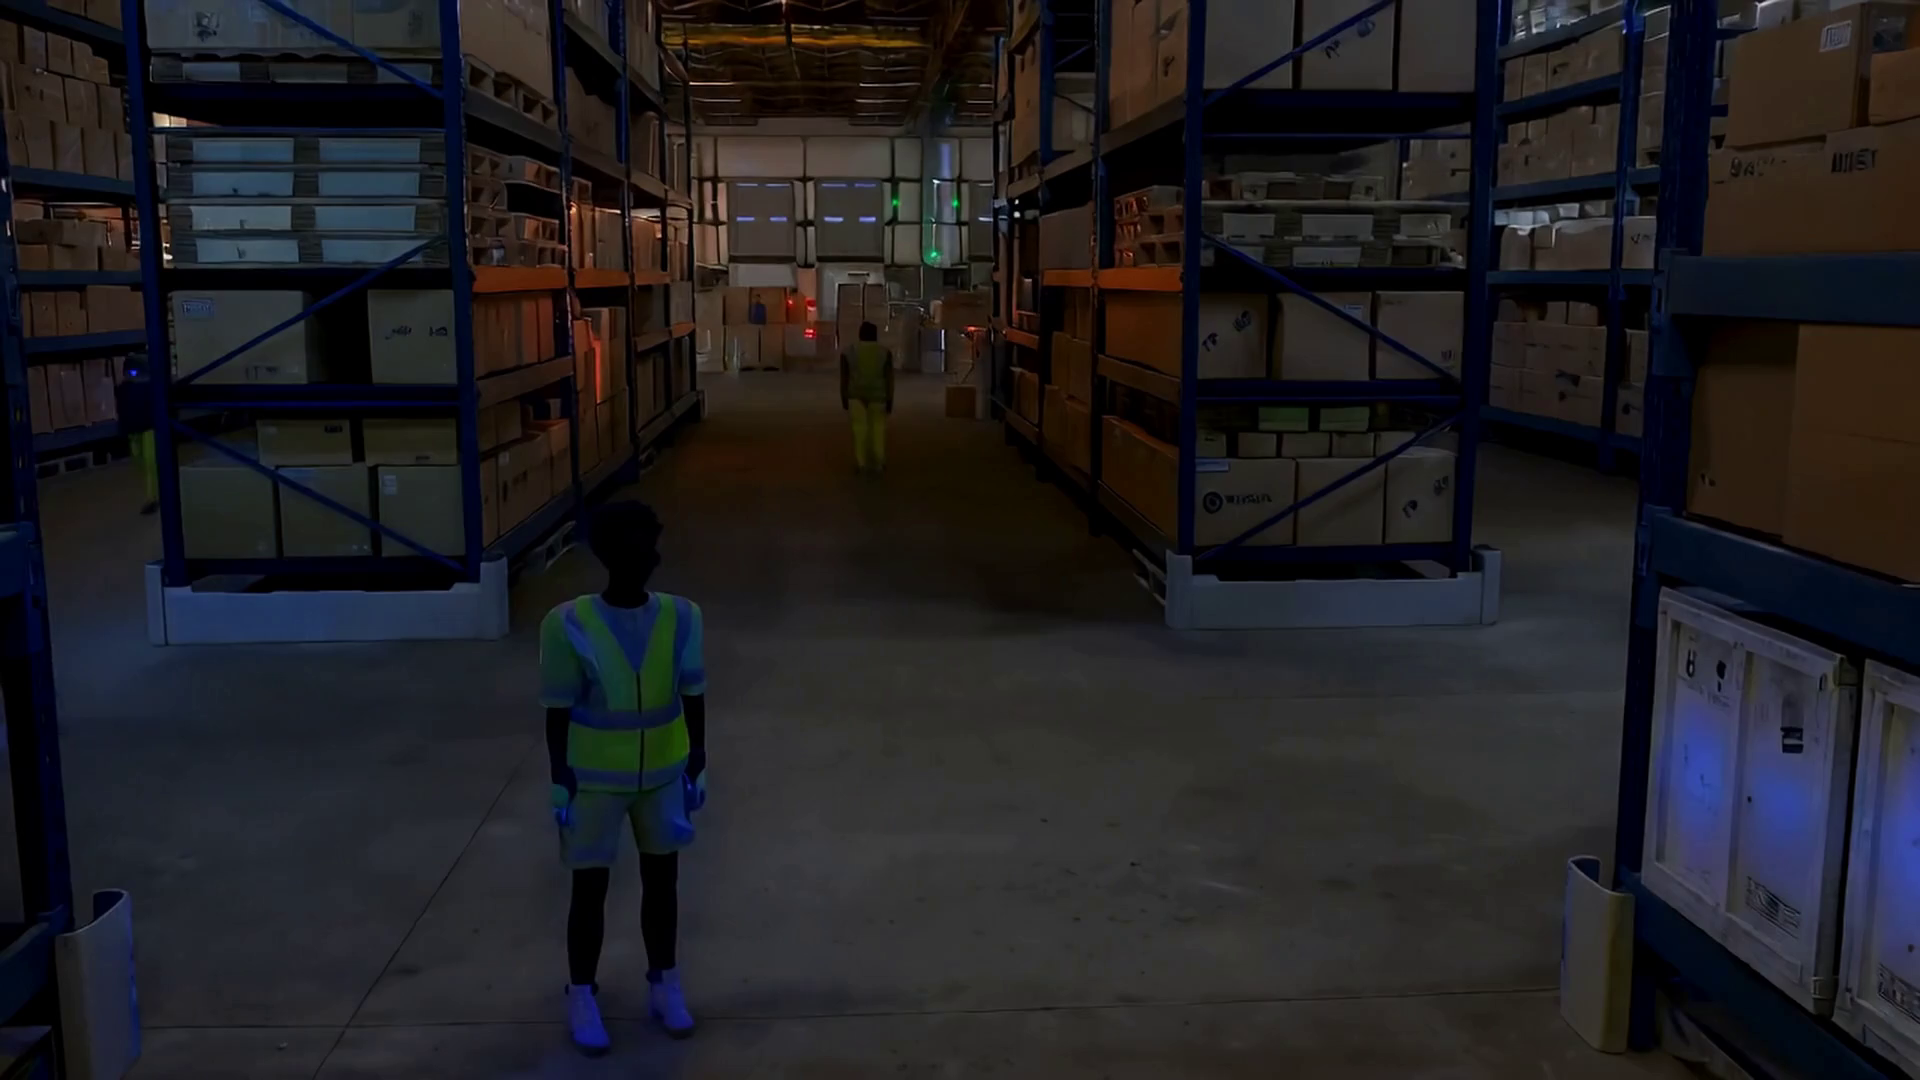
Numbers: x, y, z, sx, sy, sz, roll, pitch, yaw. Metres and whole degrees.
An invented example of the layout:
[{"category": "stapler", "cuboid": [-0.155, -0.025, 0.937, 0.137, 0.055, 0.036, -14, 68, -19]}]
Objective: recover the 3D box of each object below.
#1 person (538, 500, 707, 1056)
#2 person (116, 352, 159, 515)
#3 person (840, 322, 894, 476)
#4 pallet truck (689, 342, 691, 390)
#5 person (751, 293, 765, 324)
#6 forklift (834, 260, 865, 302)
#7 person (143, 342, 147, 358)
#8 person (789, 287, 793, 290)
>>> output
[{"category": "person", "cuboid": [-1.013, 0.714, 5.080, 0.535, 1.694, 0.319, -5, 10, -30]}, {"category": "person", "cuboid": [-8.071, -1.080, 16.590, 0.504, 1.605, 0.694, 1, 9, 7]}, {"category": "person", "cuboid": [-1.098, -1.689, 19.813, 0.652, 1.794, 0.952, 0, 9, 2]}, {"category": "pallet truck", "cuboid": [-5.225, -3.008, 27.480, 1.885, 1.965, 0.823, 2, 9, 14]}, {"category": "person", "cuboid": [-5.391, -5.672, 44.573, 1.005, 1.891, 0.644, 1, 9, 6]}, {"category": "forklift", "cuboid": [-3.397, -7.252, 51.369, 1.129, 2.768, 1.873, -1, 9, -4]}, {"category": "person", "cuboid": [-21.921, -5.687, 44.799, 0.505, 1.840, 0.344, 4, 10, 25]}, {"category": "person", "cuboid": [-5.979, -7.936, 58.598, 0.545, 1.943, 0.347, -4, 10, -25]}]
